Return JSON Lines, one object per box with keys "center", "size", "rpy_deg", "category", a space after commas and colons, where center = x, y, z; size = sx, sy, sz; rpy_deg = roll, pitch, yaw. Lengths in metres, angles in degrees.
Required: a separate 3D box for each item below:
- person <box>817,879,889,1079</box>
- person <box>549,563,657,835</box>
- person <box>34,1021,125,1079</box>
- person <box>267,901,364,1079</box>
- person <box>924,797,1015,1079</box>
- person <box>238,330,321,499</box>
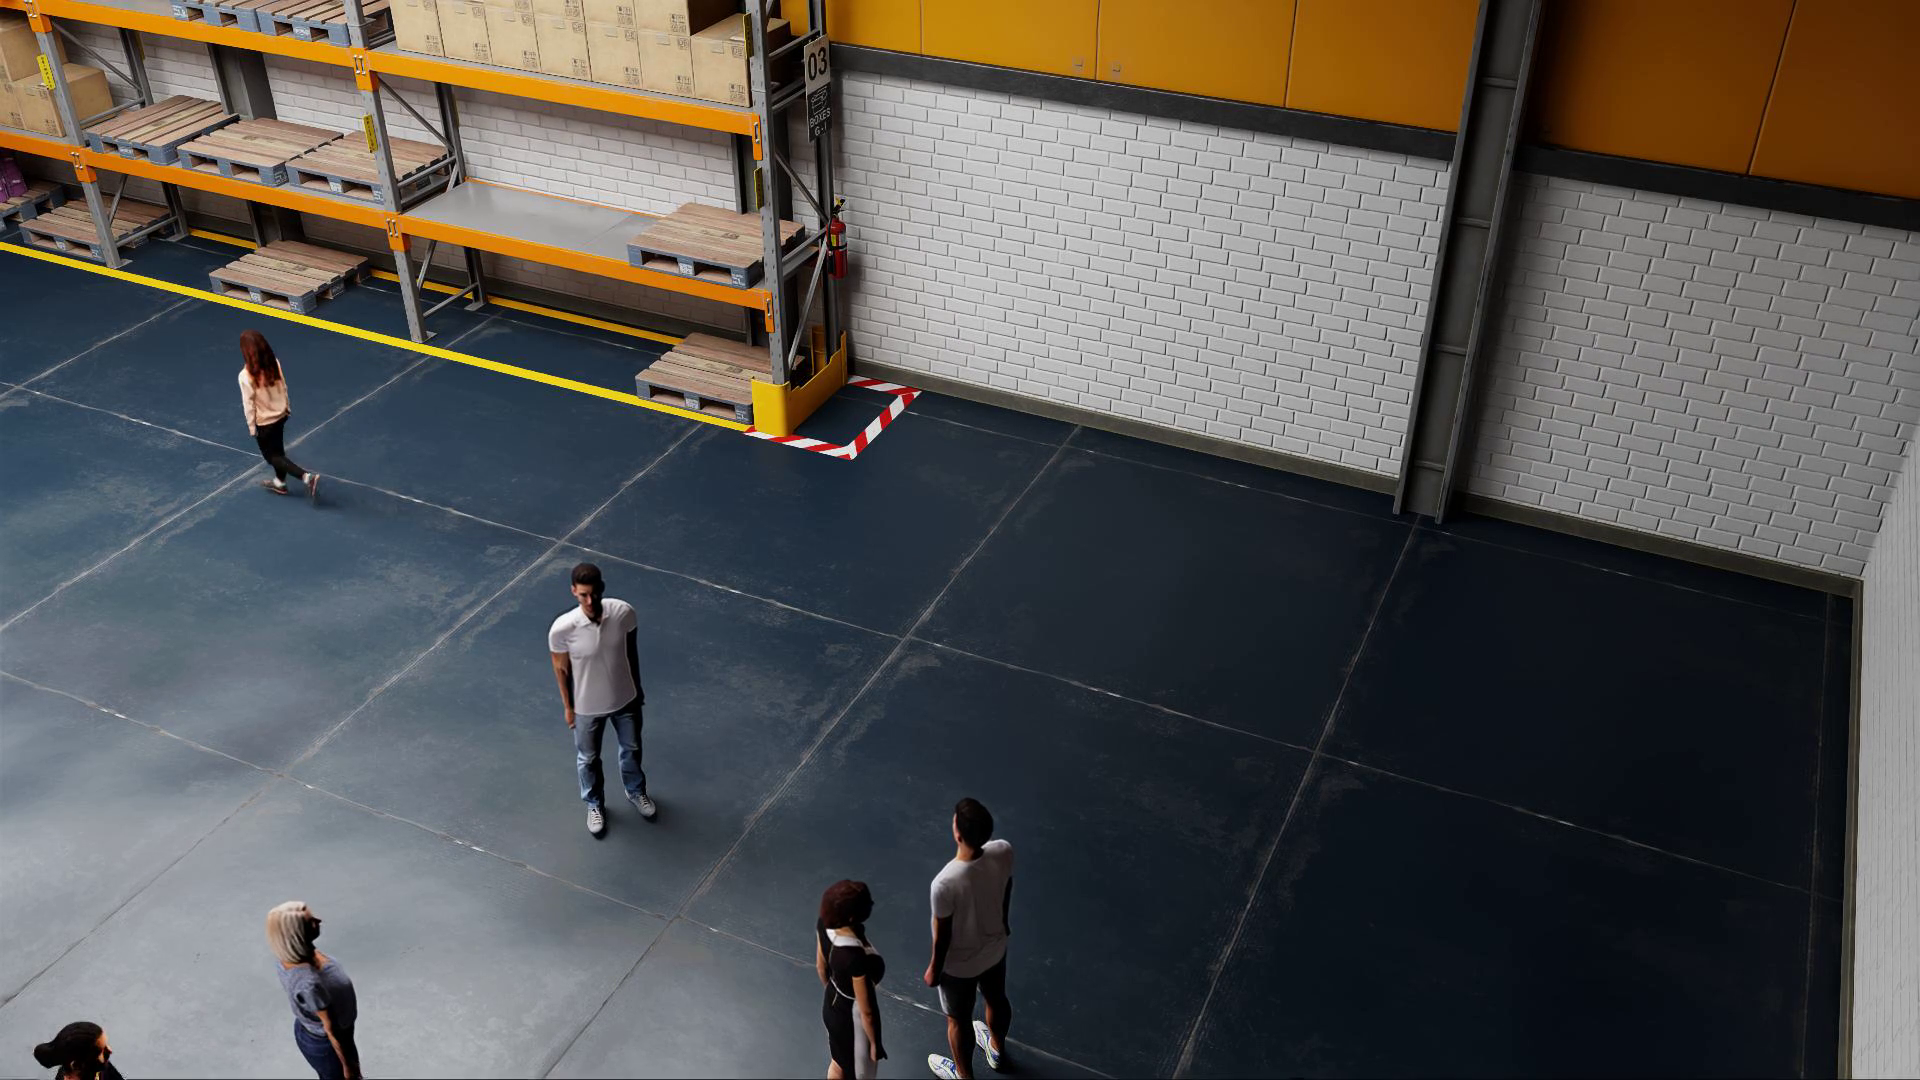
{"center": [-0.514, 2.300, 7.922], "size": [0.719, 1.795, 0.608], "rpy_deg": [-20, 38, -27], "category": "person"}
{"center": [-2.126, 0.919, 9.937], "size": [0.747, 1.864, 0.778], "rpy_deg": [-15, 36, -21], "category": "person"}
{"center": [-3.773, 2.763, 7.274], "size": [0.891, 1.741, 0.828], "rpy_deg": [-9, 35, -13], "category": "person"}
{"center": [-3.014, 2.363, 7.894], "size": [0.709, 1.722, 0.595], "rpy_deg": [-23, 40, -30], "category": "person"}
{"center": [0.059, 2.022, 8.288], "size": [0.759, 1.853, 0.709], "rpy_deg": [-26, 42, -34], "category": "person"}
{"center": [-5.407, -0.955, 13.112], "size": [0.872, 1.472, 0.620], "rpy_deg": [12, 35, 17], "category": "person"}
